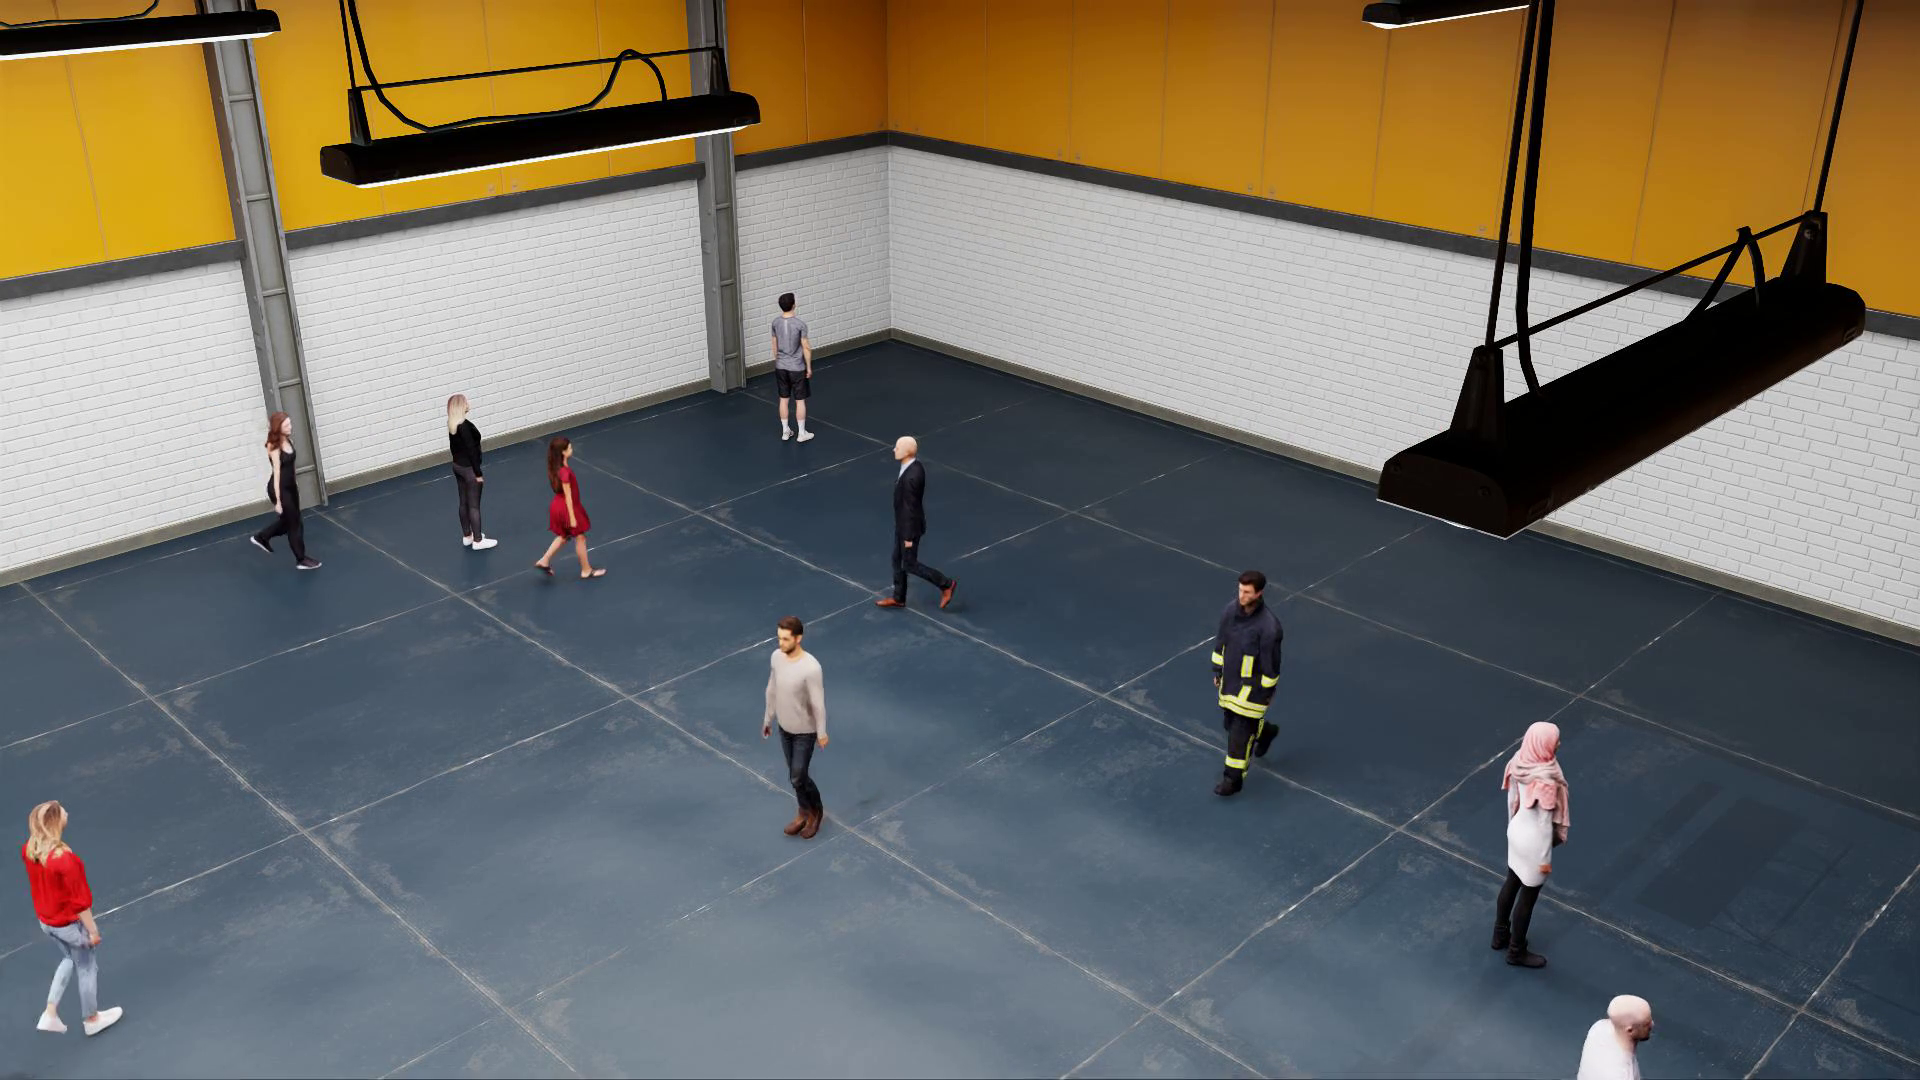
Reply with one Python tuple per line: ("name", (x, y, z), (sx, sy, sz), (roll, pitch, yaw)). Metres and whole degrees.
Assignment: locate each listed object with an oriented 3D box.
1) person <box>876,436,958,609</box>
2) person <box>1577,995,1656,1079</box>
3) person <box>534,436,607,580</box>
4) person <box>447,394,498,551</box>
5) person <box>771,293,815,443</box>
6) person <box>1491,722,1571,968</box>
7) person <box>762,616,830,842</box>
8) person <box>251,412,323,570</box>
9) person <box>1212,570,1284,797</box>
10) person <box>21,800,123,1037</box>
("person", (-0.412, -0.132, 16.025), (1.150, 1.781, 1.062), (-1, 24, -3))
("person", (3.208, 3.092, 8.603), (0.859, 1.819, 0.763), (6, 24, 13))
("person", (-4.007, -0.292, 16.699), (0.976, 1.535, 0.718), (-12, 26, -26))
("person", (-5.192, -0.721, 17.492), (0.529, 1.686, 0.606), (-20, 31, -38))
("person", (-2.090, -2.132, 20.489), (0.730, 1.871, 0.695), (10, 26, 22))
("person", (3.795, 2.014, 11.087), (0.773, 1.803, 0.738), (-4, 24, -9))
("person", (-1.157, 1.371, 12.497), (0.665, 1.853, 0.583), (19, 30, 36))
("person", (-6.967, -0.489, 16.918), (1.015, 1.720, 0.982), (0, 24, 0))
("person", (2.313, 1.077, 13.106), (1.116, 1.904, 0.886), (-16, 28, -32))
("person", (-5.613, 2.413, 10.312), (0.765, 1.694, 0.850), (10, 26, 23))
